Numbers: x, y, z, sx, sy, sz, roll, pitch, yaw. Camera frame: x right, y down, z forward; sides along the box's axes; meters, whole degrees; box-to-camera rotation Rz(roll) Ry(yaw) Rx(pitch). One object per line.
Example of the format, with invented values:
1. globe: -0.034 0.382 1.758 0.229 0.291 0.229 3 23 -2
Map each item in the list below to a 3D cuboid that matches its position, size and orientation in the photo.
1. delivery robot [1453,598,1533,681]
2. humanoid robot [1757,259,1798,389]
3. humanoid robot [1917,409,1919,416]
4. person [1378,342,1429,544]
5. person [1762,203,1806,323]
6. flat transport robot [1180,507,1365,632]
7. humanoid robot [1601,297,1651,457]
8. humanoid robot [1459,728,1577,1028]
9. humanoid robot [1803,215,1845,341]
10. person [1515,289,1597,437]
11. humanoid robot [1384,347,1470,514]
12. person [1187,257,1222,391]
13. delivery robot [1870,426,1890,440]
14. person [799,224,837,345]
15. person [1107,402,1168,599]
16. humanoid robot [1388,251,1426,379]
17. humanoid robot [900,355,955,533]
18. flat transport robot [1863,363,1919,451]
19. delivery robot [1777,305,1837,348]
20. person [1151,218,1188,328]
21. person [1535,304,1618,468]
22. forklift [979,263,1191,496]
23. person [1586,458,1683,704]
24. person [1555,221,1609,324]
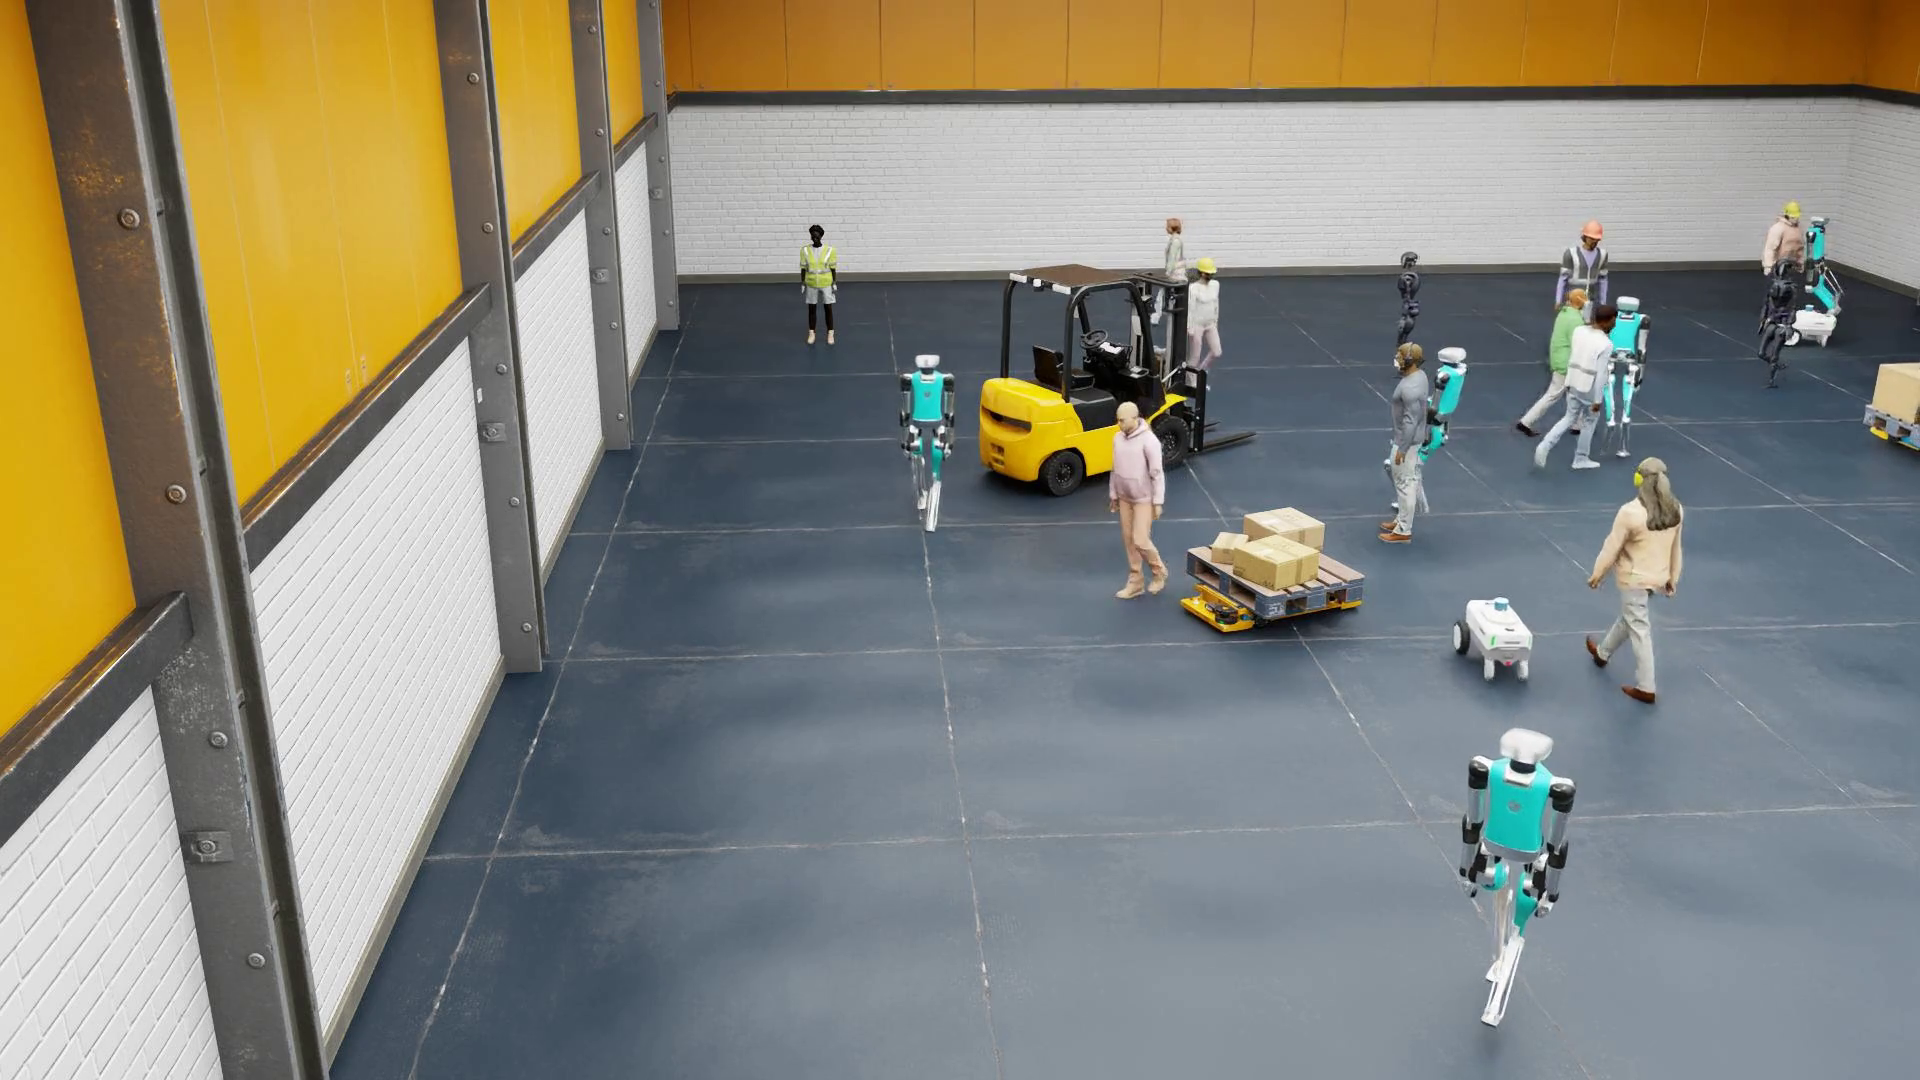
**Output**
1. delivery robot: 4.254 0.735 13.165 0.499 0.565 0.745 0 20 0
2. humanoid robot: 10.422 -2.739 21.061 0.424 1.645 0.612 -5 21 -13
3. humanoid robot: 10.570 -1.492 17.698 0.585 1.625 0.756 5 21 13
4. person: 4.208 -0.919 15.710 0.351 1.937 0.634 7 21 18
5. person: 12.048 -4.029 24.356 0.803 1.823 0.628 -10 22 -25
6. flat transport robot: 2.679 0.492 14.286 1.431 0.231 0.659 -9 22 -24
7. humanoid robot: 7.223 -1.698 18.172 0.533 1.821 0.734 4 20 10
8. humanoid robot: 2.948 1.717 8.800 0.537 1.720 0.987 12 23 29
9. humanoid robot: 12.211 -3.648 23.429 0.740 1.785 0.541 17 26 38
10. person: 6.879 -2.006 18.977 0.945 1.741 0.552 1 20 3
11. humanoid robot: 4.528 -1.055 16.429 0.843 1.802 0.556 17 26 39
12. person: 3.024 -2.653 20.687 0.551 1.749 0.395 -13 24 -32
13. delivery robot: 10.881 -1.476 19.253 0.499 0.608 0.806 6 21 16
14. person: -1.983 -3.581 23.319 0.535 1.694 0.320 1 20 3
15. person: 1.542 -0.347 14.410 0.430 1.763 0.551 -16 26 -37
16. humanoid robot: 5.841 -2.896 21.489 0.463 1.644 0.608 6 21 17
17. humanoid robot: -0.318 -1.022 16.351 0.531 1.778 1.020 0 20 0
18. flat transport robot: 10.957 -1.095 18.611 0.659 0.231 1.431 -3 20 -8
19. delivery robot: 11.880 -3.007 23.389 0.752 0.583 0.521 4 21 11
20. person: 3.020 -3.877 24.244 0.795 1.605 0.537 0 20 1
21. person: 6.616 -1.603 17.674 0.757 1.868 0.637 -8 22 -21
22. forklift: 1.315 -1.764 17.646 2.313 2.155 1.214 -14 24 -33
23. person: 5.118 0.255 12.672 0.575 1.824 0.967 -8 22 -20
24. person: 8.098 -3.120 21.580 0.643 2.025 0.572 -3 20 -9
